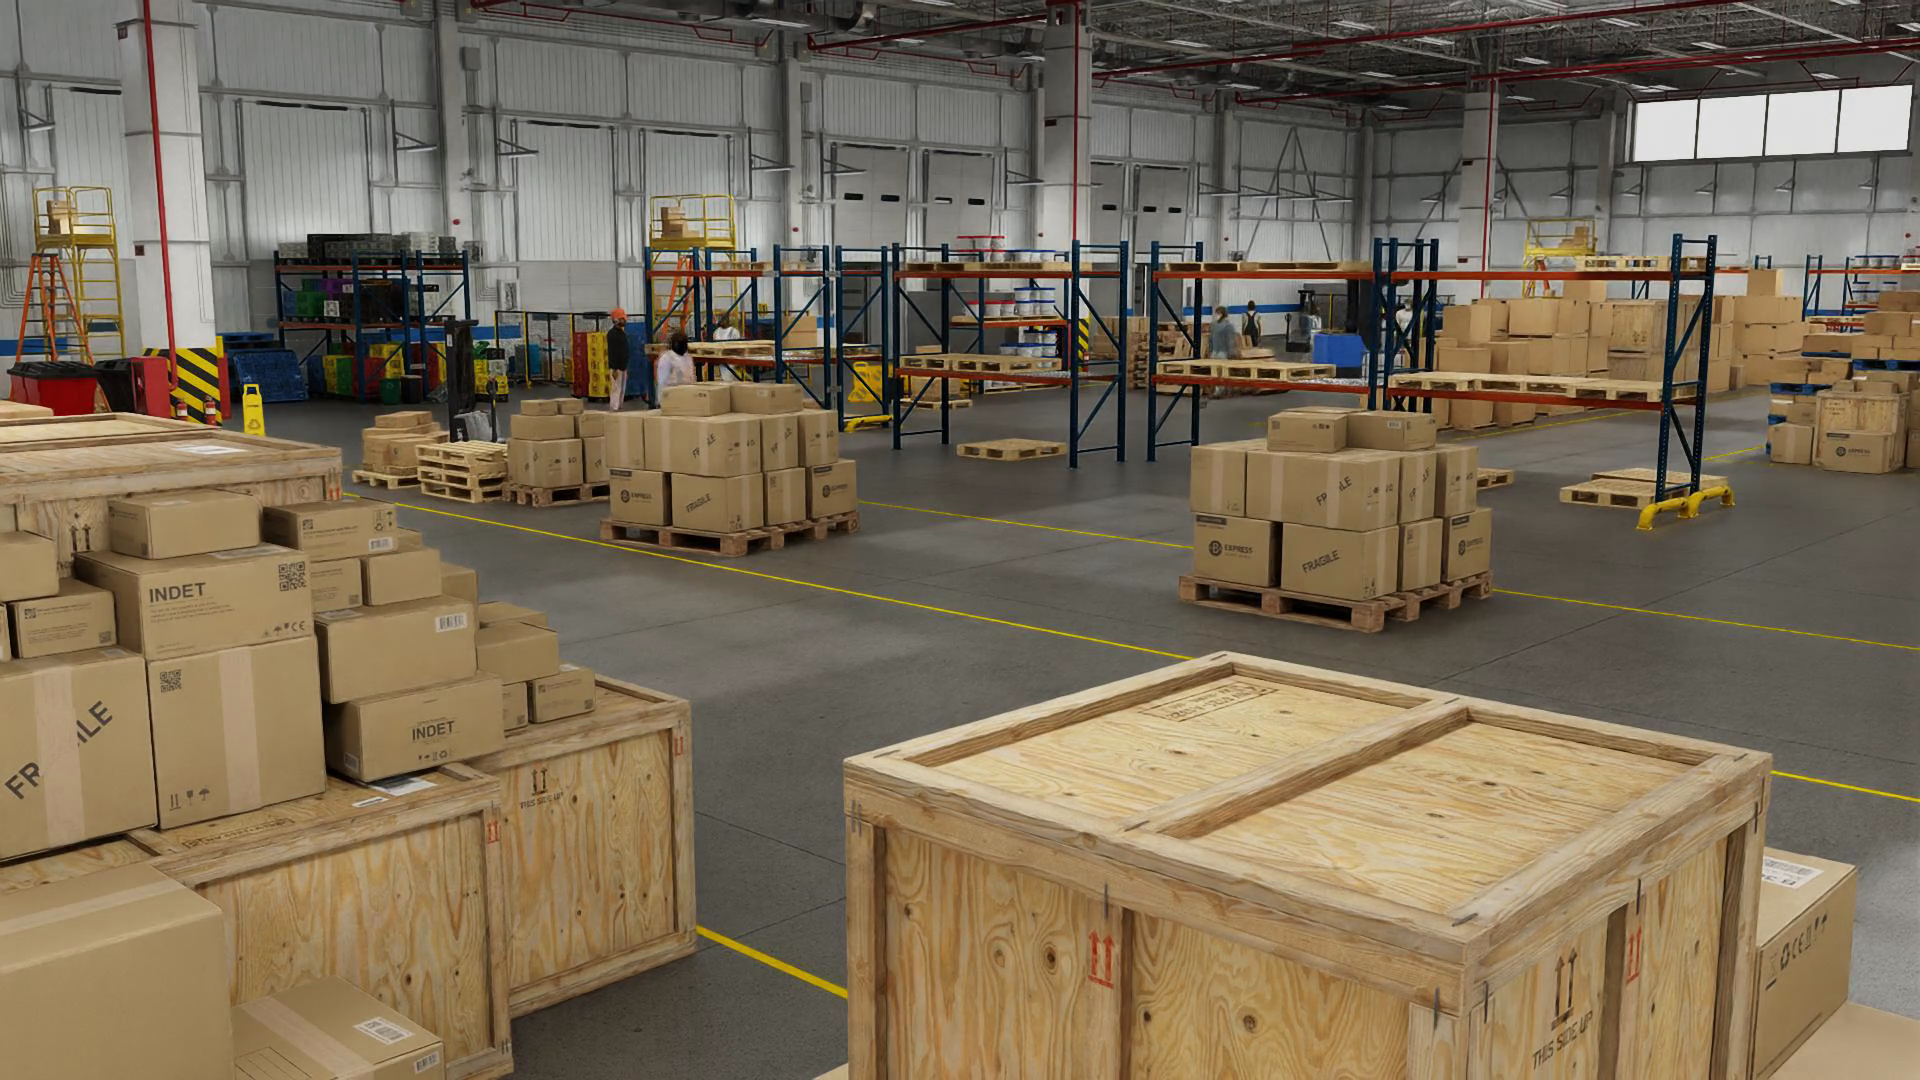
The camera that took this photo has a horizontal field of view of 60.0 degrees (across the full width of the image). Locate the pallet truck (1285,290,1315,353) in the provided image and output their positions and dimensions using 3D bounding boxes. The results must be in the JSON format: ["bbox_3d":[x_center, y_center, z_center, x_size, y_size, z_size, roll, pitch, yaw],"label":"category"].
[{"bbox_3d":[11.297,-6.951,52.861,1.885,1.965,0.823,-5,11,-29],"label":"pallet truck"}]

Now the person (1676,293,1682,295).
[{"bbox_3d":[21.090,-6.283,48.946,0.542,1.939,0.364,-4,10,-24],"label":"person"}]

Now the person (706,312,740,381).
[{"bbox_3d":[-4.493,-3.344,31.241,0.580,1.838,0.948,6,11,34],"label":"person"}]

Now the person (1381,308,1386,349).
[{"bbox_3d":[10.198,-4.808,40.503,0.493,1.743,0.312,-5,10,-28],"label":"person"}]

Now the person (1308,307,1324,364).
[{"bbox_3d":[9.744,-5.540,45.330,0.536,1.620,0.489,-9,13,-42],"label":"person"}]

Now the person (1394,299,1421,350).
[{"bbox_3d":[11.458,-5.226,42.658,0.647,1.892,1.033,5,11,28],"label":"person"}]

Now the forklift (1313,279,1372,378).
[{"bbox_3d":[9.565,-5.289,39.970,1.873,2.768,1.129,-2,9,-10],"label":"forklift"}]

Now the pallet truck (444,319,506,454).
[{"bbox_3d":[-6.981,-1.942,22.150,1.885,1.965,0.823,1,9,9],"label":"pallet truck"}]

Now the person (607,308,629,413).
[{"bbox_3d":[-5.765,-2.918,28.137,0.373,1.997,0.618,1,9,7],"label":"person"}]

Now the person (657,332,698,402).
[{"bbox_3d":[-3.673,-1.841,22.050,0.563,1.823,0.629,4,10,23],"label":"person"}]

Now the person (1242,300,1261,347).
[{"bbox_3d":[7.536,-5.274,43.046,0.507,1.847,0.345,2,9,11],"label":"person"}]

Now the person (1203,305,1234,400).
[{"bbox_3d":[5.209,-3.770,33.598,0.482,1.927,0.670,-5,10,-28],"label":"person"}]
